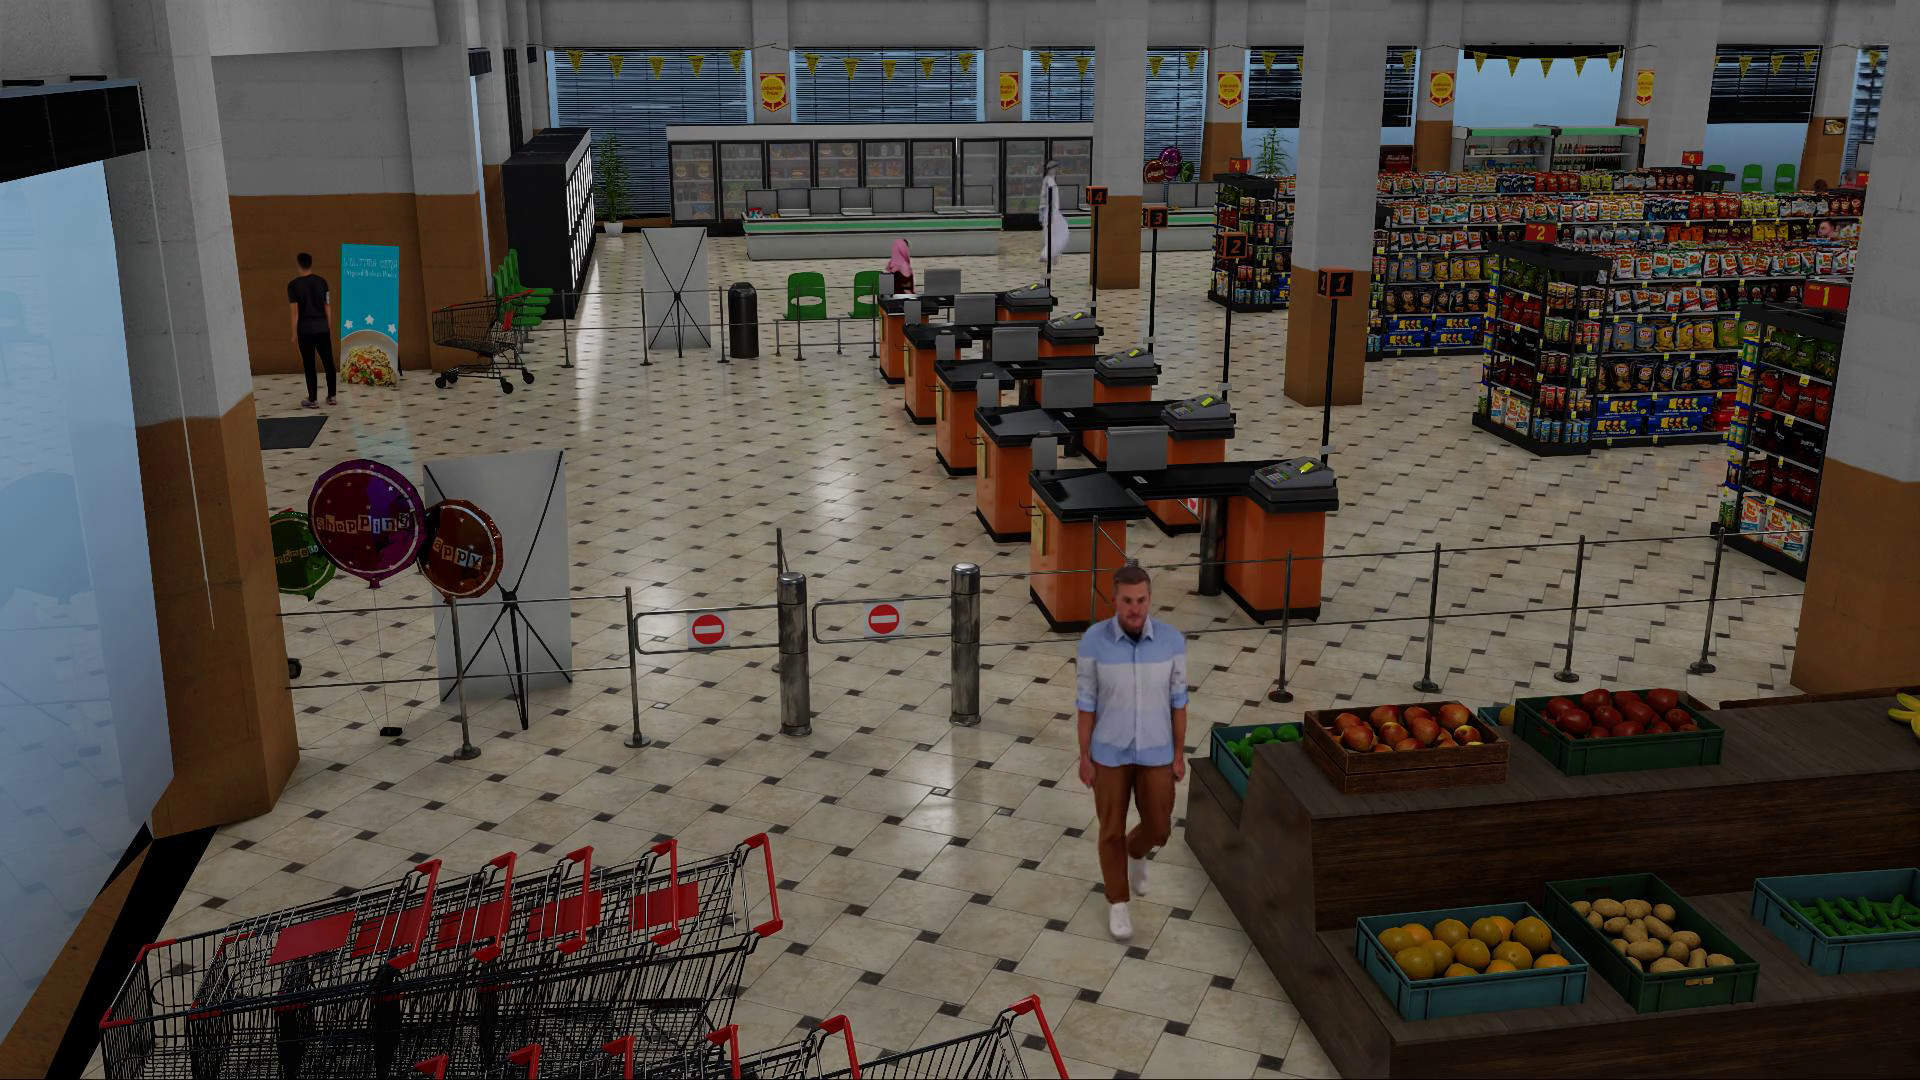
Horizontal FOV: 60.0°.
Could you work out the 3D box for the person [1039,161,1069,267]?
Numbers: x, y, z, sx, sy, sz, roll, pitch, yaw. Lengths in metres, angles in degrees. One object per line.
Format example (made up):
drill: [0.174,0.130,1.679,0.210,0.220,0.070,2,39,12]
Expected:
person: [1.600,-6.006,30.659,0.797,1.911,0.739,-1,17,-3]

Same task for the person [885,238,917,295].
person: [-0.762,-3.068,21.453,0.663,1.637,0.716,-7,18,-21]

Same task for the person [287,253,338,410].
person: [-7.409,-2.401,19.038,0.777,1.764,0.689,15,22,40]

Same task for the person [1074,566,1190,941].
person: [0.798,0.958,7.885,0.773,1.817,0.806,-1,17,-3]
